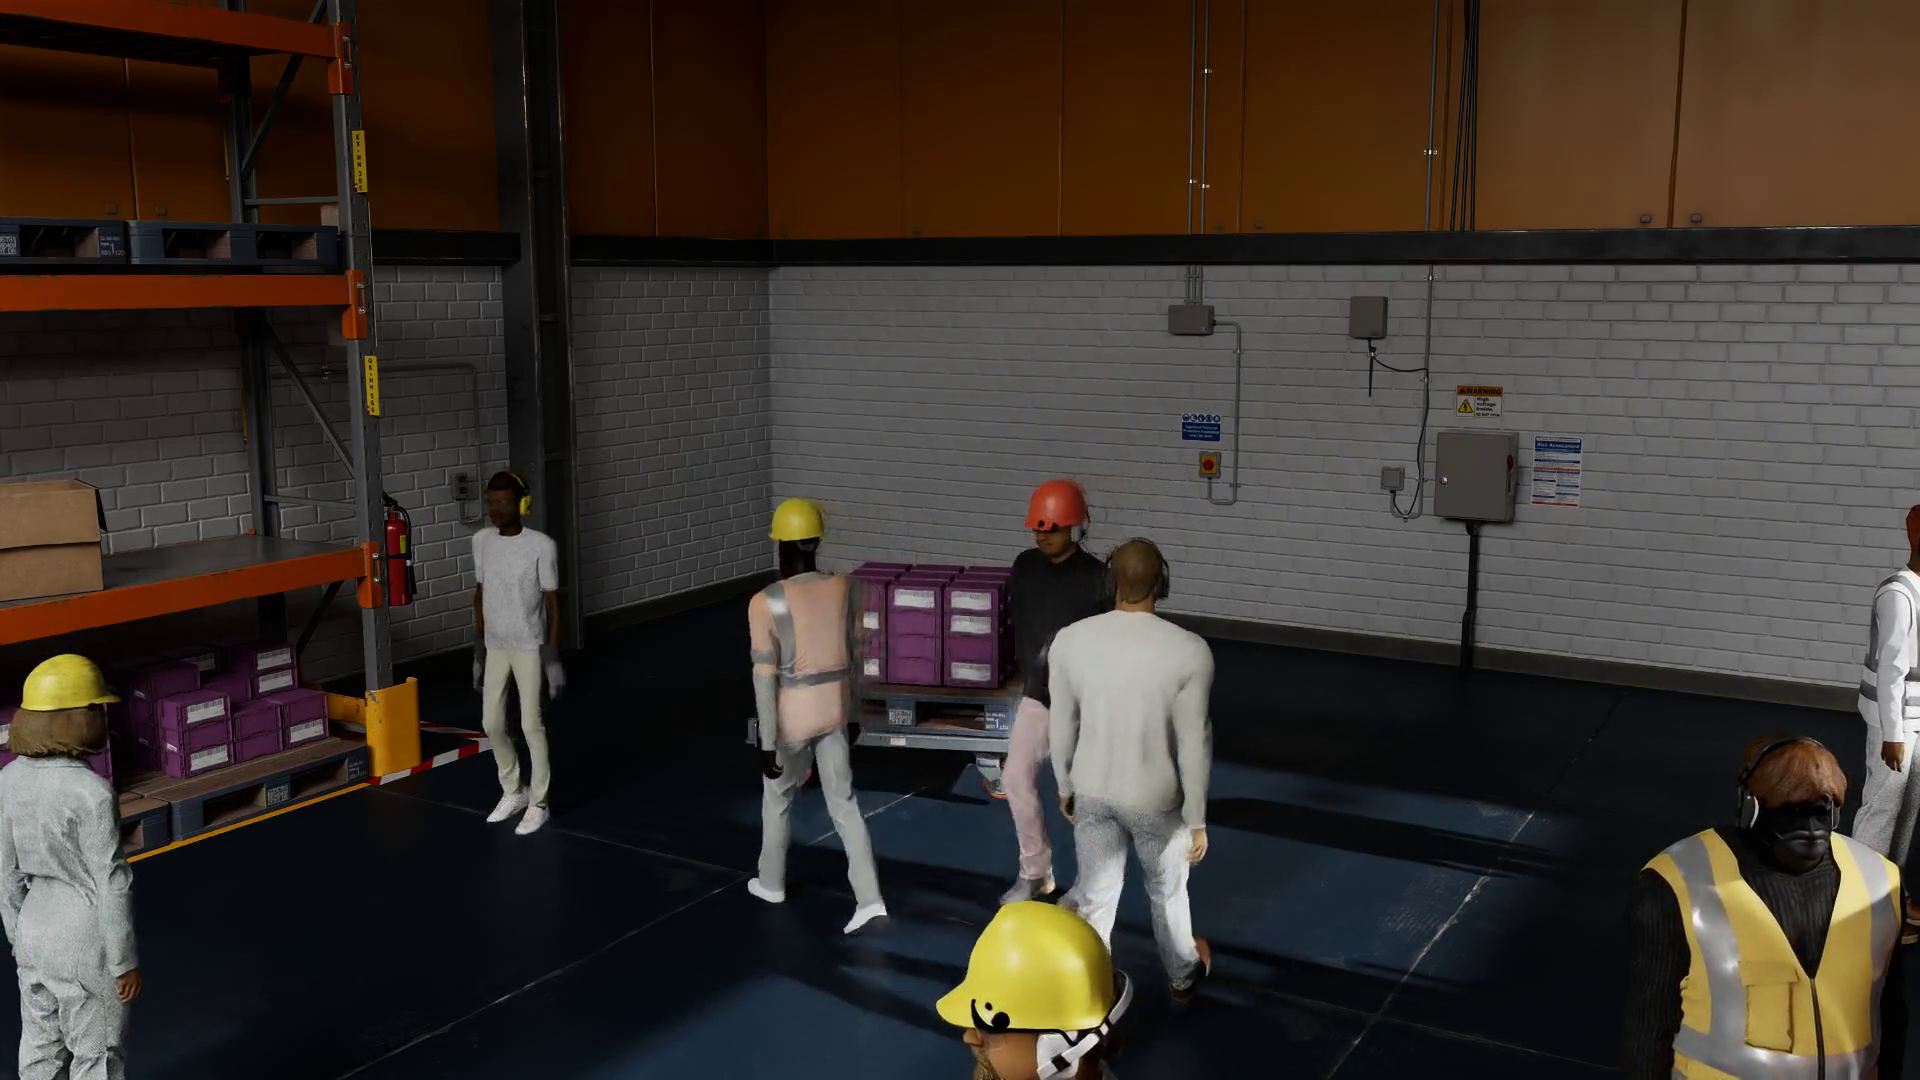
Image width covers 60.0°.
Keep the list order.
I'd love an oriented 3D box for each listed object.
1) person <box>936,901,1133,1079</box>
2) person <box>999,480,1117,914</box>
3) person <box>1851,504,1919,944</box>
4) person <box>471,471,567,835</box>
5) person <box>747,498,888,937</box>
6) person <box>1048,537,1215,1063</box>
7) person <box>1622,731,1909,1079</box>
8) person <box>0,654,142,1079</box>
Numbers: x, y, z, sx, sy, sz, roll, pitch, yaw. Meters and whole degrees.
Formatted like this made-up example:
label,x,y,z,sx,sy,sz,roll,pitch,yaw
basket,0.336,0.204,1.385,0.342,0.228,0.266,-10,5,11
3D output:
label,x,y,z,sx,sy,sz,roll,pitch,yaw
person,0.144,1.485,2.797,0.403,1.832,0.594,-3,9,-15
person,0.447,0.705,7.248,0.649,1.957,0.664,8,12,40
person,4.054,0.771,7.128,0.580,1.879,0.346,-8,12,-42
person,-2.250,0.573,8.469,0.578,1.856,0.421,3,10,18
person,-0.633,0.756,7.196,0.596,1.889,0.980,-6,11,-34
person,0.651,0.923,6.125,0.645,1.887,0.998,4,10,23
person,1.825,1.328,3.784,0.626,1.837,0.429,0,9,-1
person,-2.594,1.194,4.898,0.490,1.741,0.322,4,10,25
